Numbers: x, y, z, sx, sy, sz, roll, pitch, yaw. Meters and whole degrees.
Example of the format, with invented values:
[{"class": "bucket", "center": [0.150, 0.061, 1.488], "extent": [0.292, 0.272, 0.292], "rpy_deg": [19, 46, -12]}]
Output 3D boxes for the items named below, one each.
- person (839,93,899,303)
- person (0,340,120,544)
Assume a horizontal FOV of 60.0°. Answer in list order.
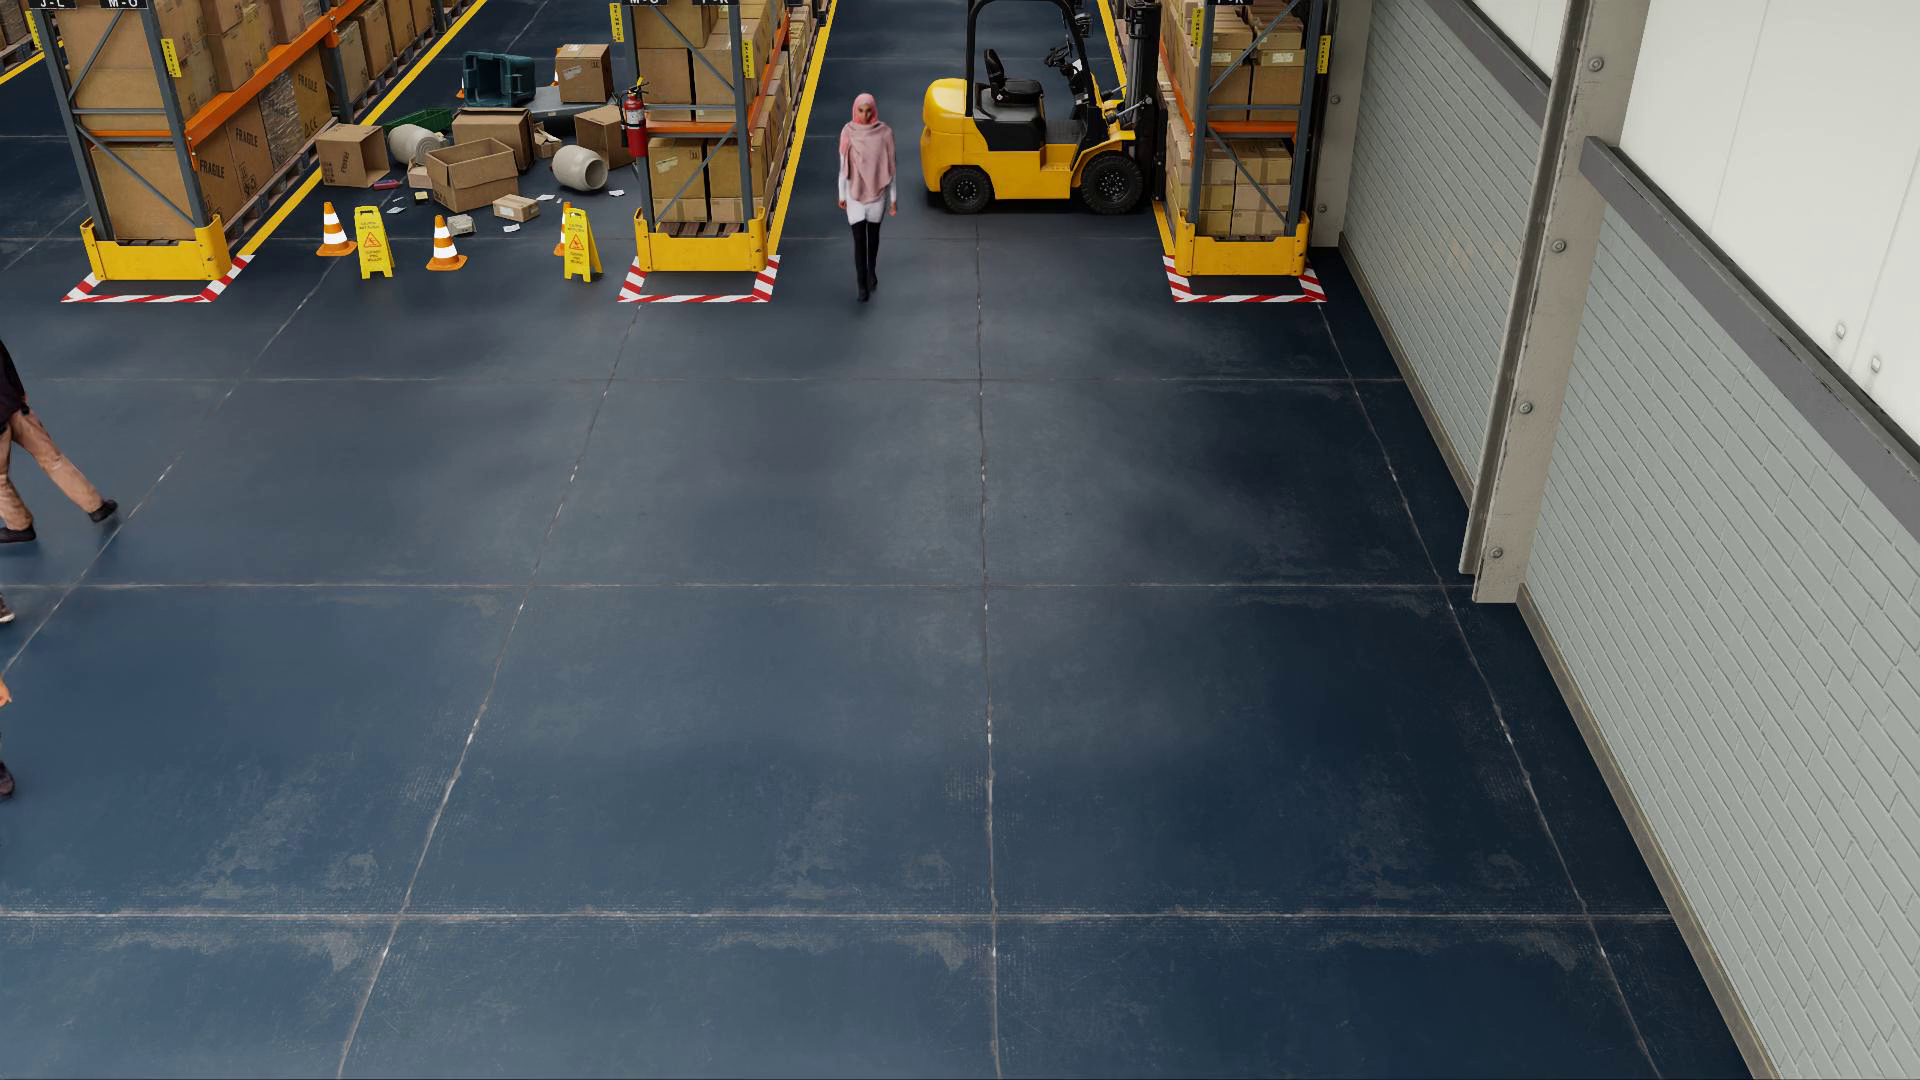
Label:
[{"class": "person", "center": [-0.812, -3.025, 14.543], "extent": [0.748, 1.768, 1.085], "rpy_deg": [-4, 32, -6]}, {"class": "person", "center": [-6.256, -0.816, 10.928], "extent": [0.936, 1.889, 0.951], "rpy_deg": [6, 33, 10]}]
